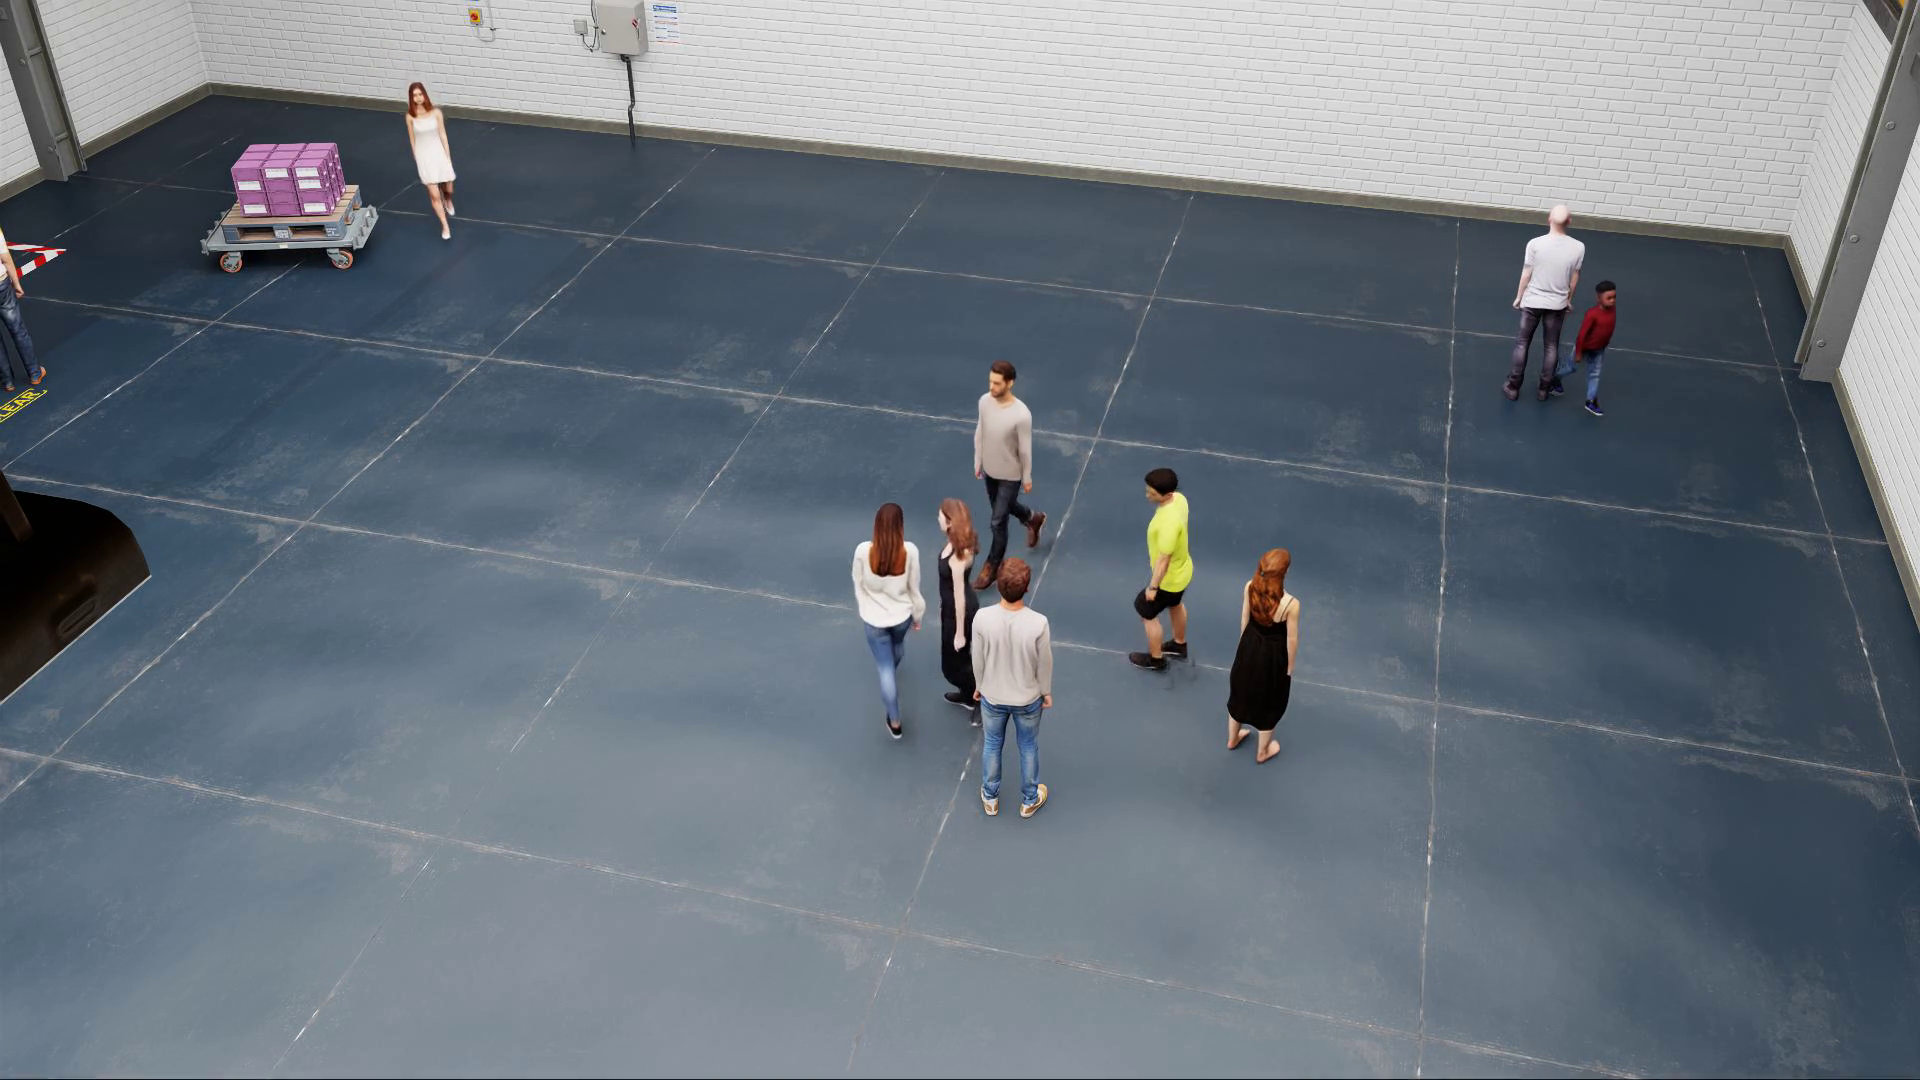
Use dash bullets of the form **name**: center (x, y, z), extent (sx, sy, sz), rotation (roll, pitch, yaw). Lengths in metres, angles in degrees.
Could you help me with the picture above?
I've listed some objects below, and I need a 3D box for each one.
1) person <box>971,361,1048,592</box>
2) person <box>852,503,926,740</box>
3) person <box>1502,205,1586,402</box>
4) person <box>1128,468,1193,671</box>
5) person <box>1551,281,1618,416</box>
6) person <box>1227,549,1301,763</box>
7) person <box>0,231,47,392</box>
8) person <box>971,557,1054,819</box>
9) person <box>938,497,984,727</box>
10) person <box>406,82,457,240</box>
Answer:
- **person**: center (0.386, -0.536, 12.458), extent (0.988, 1.842, 1.229), rotation (27, 42, 35)
- **person**: center (-0.468, 0.569, 10.974), extent (0.905, 1.643, 1.174), rotation (-5, 34, -7)
- **person**: center (5.203, -2.108, 14.831), extent (0.696, 1.831, 0.614), rotation (4, 34, 6)
- **person**: center (1.481, 0.219, 11.471), extent (0.673, 1.677, 0.548), rotation (13, 36, 19)
- **person**: center (5.594, -1.765, 14.860), extent (0.829, 1.229, 0.939), rotation (-14, 36, -20)
- **person**: center (1.952, 0.739, 10.735), extent (0.647, 1.624, 0.676), rotation (23, 40, 31)
- **person**: center (-8.766, -2.242, 15.011), extent (0.742, 1.855, 0.797), rotation (-17, 37, -24)
- **person**: center (0.318, 0.927, 10.198), extent (0.672, 1.905, 0.601), rotation (5, 34, 8)
- **person**: center (0.031, 0.494, 11.010), extent (0.746, 1.729, 0.645), rotation (-7, 34, -11)
- **person**: center (-5.726, -4.143, 18.016), extent (0.839, 1.695, 0.989), rotation (-10, 35, -14)
